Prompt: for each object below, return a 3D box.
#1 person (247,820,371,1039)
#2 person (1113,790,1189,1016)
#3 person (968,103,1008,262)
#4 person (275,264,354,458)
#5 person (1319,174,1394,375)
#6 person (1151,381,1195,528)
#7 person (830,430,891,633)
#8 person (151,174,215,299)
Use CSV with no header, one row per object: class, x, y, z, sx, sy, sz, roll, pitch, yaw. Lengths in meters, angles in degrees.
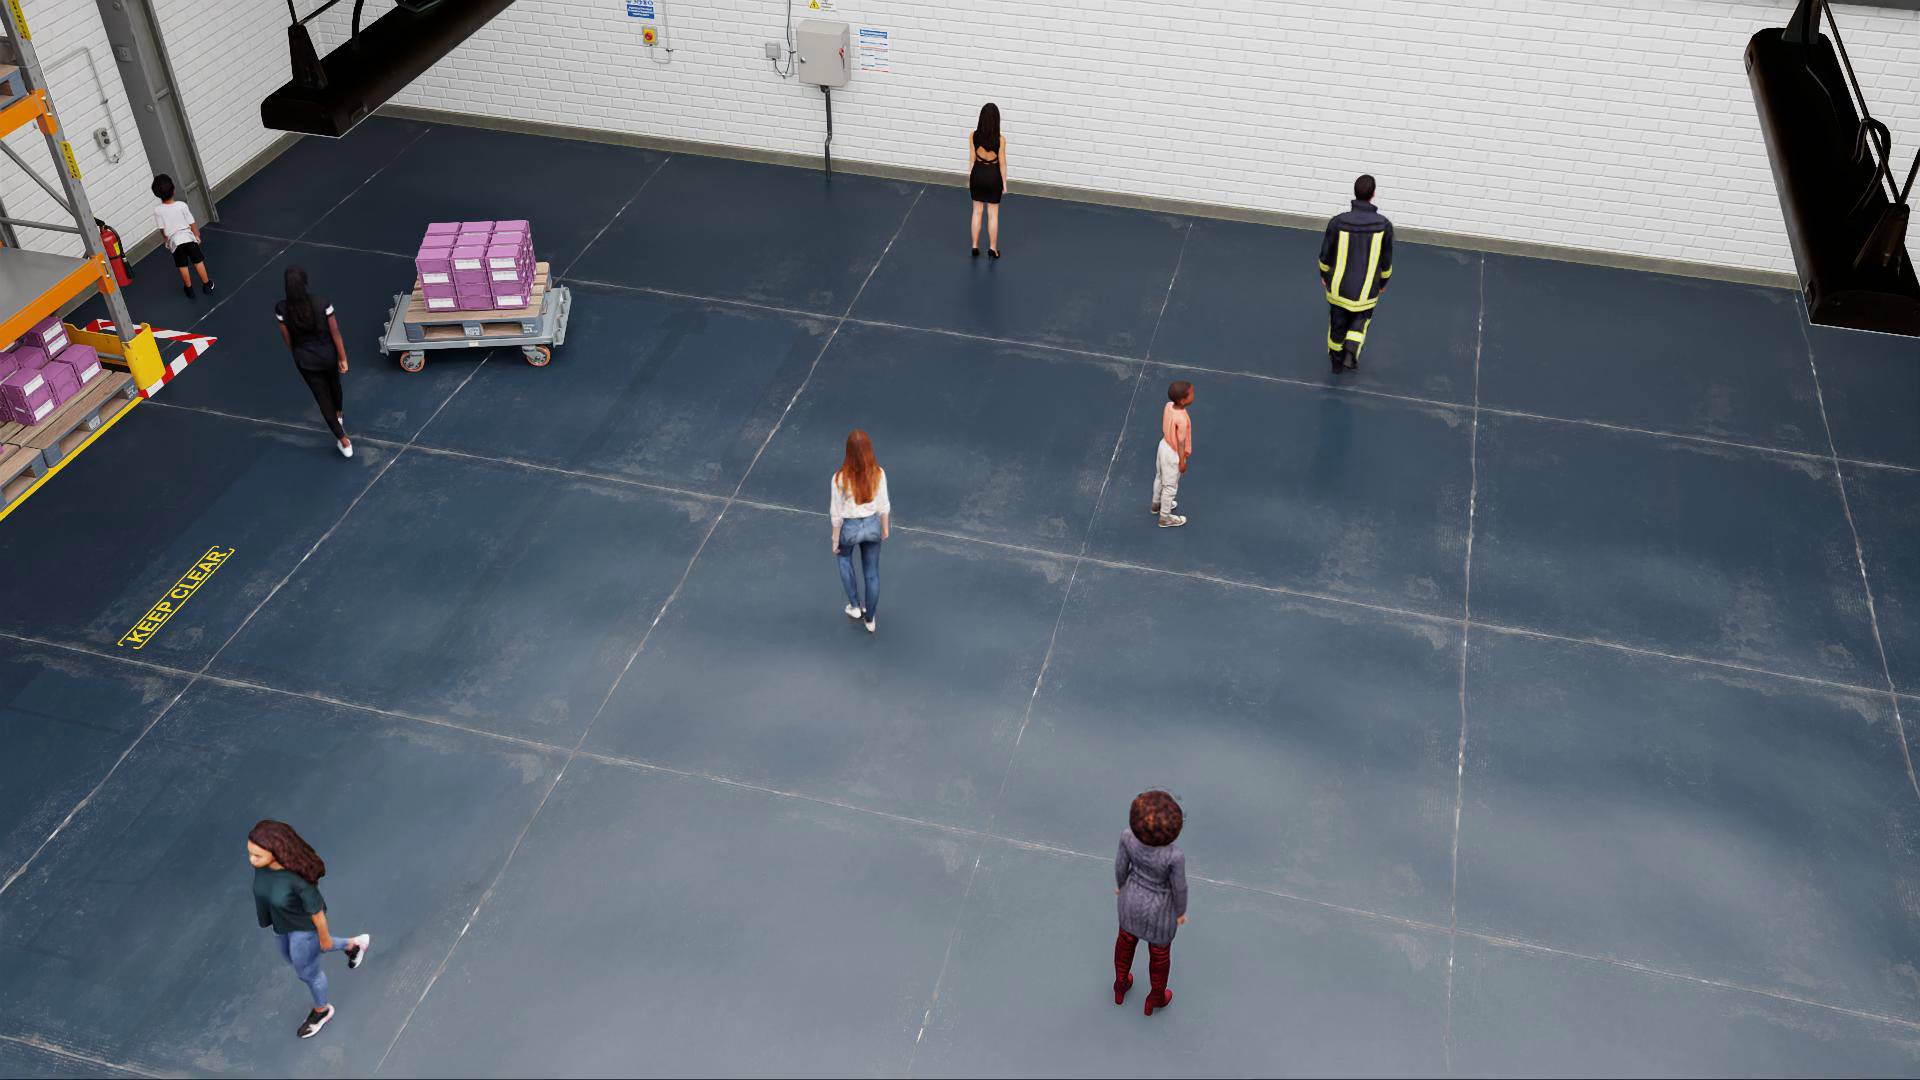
person,-3.705,2.126,9.456,0.752,1.607,0.930,22,44,25
person,1.065,2.071,9.442,0.645,1.710,0.614,22,44,25
person,0.264,-3.548,16.529,0.543,1.646,0.470,9,40,12
person,-5.339,-1.452,13.858,0.979,1.705,1.058,-18,42,-21
person,3.493,-2.285,14.733,0.800,1.915,0.731,9,39,11
person,1.683,-0.701,13.237,0.599,1.307,0.511,-9,39,-11
person,-0.707,-0.019,12.056,0.719,1.716,0.758,-9,40,-11
person,-7.537,-2.938,16.074,0.580,1.262,0.634,-16,41,-19
